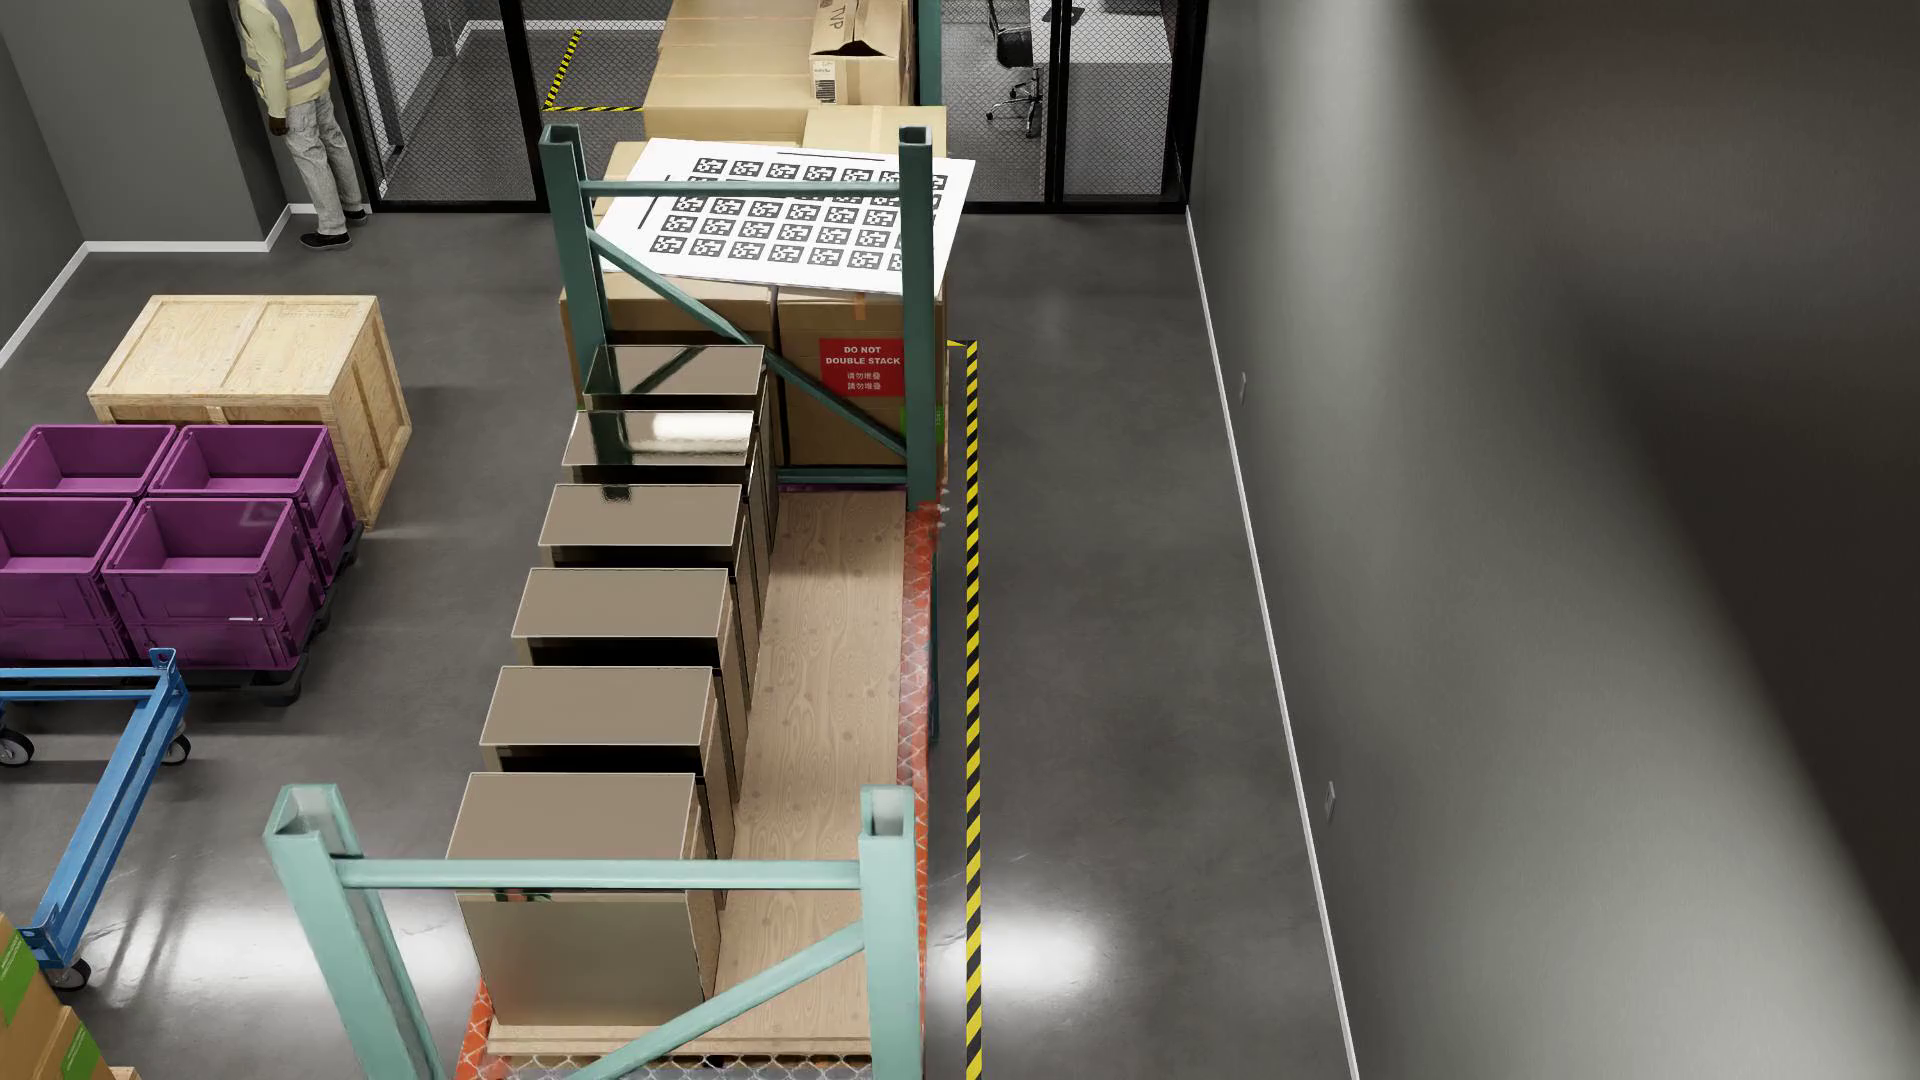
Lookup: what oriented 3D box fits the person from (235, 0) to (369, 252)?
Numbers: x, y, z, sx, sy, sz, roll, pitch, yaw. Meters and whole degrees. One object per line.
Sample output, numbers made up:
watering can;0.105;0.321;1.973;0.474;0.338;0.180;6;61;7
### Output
person;-3.492;-2.389;8.697;0.404;1.829;0.600;5;41;6
